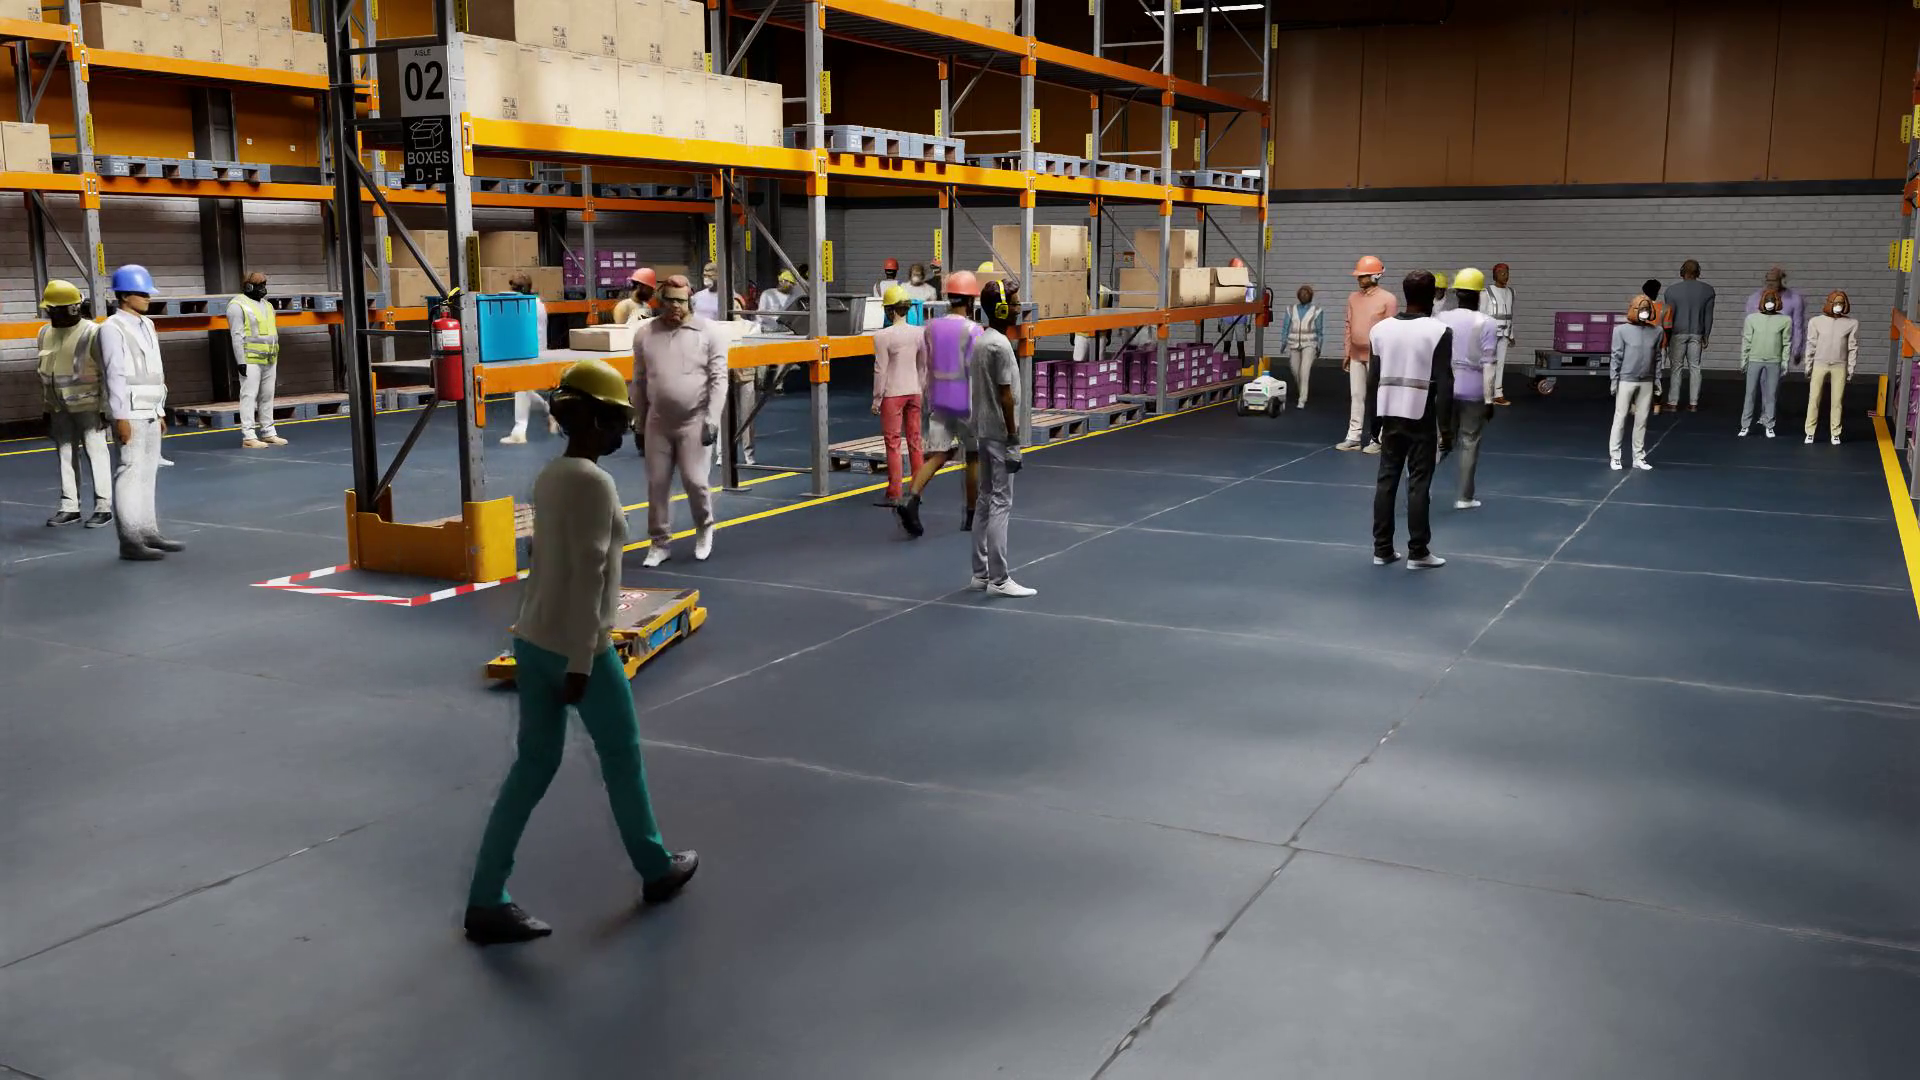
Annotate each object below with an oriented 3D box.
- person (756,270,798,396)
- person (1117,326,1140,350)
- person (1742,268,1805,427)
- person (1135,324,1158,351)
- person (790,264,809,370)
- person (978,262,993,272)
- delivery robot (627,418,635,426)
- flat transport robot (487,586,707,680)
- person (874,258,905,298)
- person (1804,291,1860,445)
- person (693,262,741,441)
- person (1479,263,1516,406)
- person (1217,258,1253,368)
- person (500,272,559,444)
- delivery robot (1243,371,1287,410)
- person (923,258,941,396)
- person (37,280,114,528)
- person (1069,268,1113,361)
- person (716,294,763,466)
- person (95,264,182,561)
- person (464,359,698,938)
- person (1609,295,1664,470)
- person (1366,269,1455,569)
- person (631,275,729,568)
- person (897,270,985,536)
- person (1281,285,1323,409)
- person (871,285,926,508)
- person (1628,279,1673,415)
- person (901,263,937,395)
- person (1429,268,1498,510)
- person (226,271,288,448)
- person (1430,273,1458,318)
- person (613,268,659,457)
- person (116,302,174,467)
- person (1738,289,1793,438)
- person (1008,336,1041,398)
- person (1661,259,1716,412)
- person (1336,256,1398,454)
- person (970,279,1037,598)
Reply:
[{"bbox_3d":[-2.579,-2.929,23.620,0.663,1.777,0.422,-4,11,-24],"label":"person"},{"bbox_3d":[2.649,-3.259,25.737,0.361,1.685,0.580,-8,13,-39],"label":"person"},{"bbox_3d":[9.584,-2.275,19.628,0.640,1.854,1.006,10,14,44],"label":"person"},{"bbox_3d":[2.916,-3.348,25.328,0.639,2.013,0.585,5,11,26],"label":"person"},{"bbox_3d":[-2.707,-3.891,29.018,0.539,1.818,0.938,5,11,28],"label":"person"},{"bbox_3d":[0.298,-2.355,19.870,0.403,1.919,0.587,6,11,30],"label":"person"},{"bbox_3d":[-3.933,-1.515,18.670,0.707,0.478,0.477,4,11,23],"label":"delivery robot"},{"bbox_3d":[-1.792,0.448,8.400,0.652,0.197,1.431,1,10,7],"label":"flat transport robot"},{"bbox_3d":[-1.056,-3.369,25.679,0.544,1.939,0.354,2,10,11],"label":"person"},{"bbox_3d":[9.208,-1.817,17.597,0.496,1.629,0.277,4,11,22],"label":"person"},{"bbox_3d":[-2.635,-1.999,17.763,0.652,1.934,0.435,8,12,37],"label":"person"},{"bbox_3d":[7.132,-2.719,22.077,0.574,1.883,0.356,-5,11,-26],"label":"person"},{"bbox_3d":[4.305,-3.440,26.097,0.551,1.932,0.378,4,10,21],"label":"person"},{"bbox_3d":[-4.624,-1.955,17.841,0.775,1.823,0.634,-9,14,-44],"label":"person"},{"bbox_3d":[3.785,-1.853,20.628,0.477,0.478,0.707,6,11,30],"label":"delivery robot"},{"bbox_3d":[-0.286,-3.016,23.472,0.624,1.990,0.396,7,12,36],"label":"person"},{"bbox_3d":[-6.525,-0.995,12.265,0.592,1.823,0.404,2,10,12],"label":"person"},{"bbox_3d":[1.802,-2.844,22.962,0.621,1.835,0.430,-1,10,-4],"label":"person"},{"bbox_3d":[-2.137,-1.523,15.862,0.523,1.636,0.310,-2,10,-9],"label":"person"},{"bbox_3d":[-5.446,-0.843,11.028,0.409,1.943,0.614,-1,10,-3],"label":"person"},{"bbox_3d":[-1.158,0.318,5.000,0.774,1.697,0.550,-8,13,-40],"label":"person"},{"bbox_3d":[6.310,-1.463,15.523,0.507,1.632,0.273,-1,10,-6],"label":"person"},{"bbox_3d":[2.883,-0.771,10.696,0.371,1.916,0.597,-9,13,-42],"label":"person"},{"bbox_3d":[-1.809,-0.751,10.672,0.658,1.883,0.453,1,10,7],"label":"person"},{"bbox_3d":[-0.082,-0.968,11.883,0.553,1.907,0.873,7,12,35],"label":"person"},{"bbox_3d":[4.532,-2.556,21.918,0.515,1.610,0.746,5,11,29],"label":"person"},{"bbox_3d":[-0.490,-1.140,13.268,0.525,1.769,0.308,-9,13,-42],"label":"person"},{"bbox_3d":[8.616,-2.405,20.805,0.531,1.692,0.320,4,10,20],"label":"person"},{"bbox_3d":[-0.608,-2.931,23.347,0.647,1.875,1.032,1,10,4],"label":"person"},{"bbox_3d":[3.879,-1.161,12.986,0.658,1.909,0.592,-9,13,-41],"label":"person"},{"bbox_3d":[-7.312,-1.871,17.327,0.428,1.837,0.623,3,10,16],"label":"person"},{"bbox_3d":[6.305,-2.677,22.208,0.632,1.756,0.946,1,10,8],"label":"person"},{"bbox_3d":[-3.298,-1.760,16.552,0.860,1.885,0.574,5,11,25],"label":"person"},{"bbox_3d":[-7.752,-1.550,15.707,0.487,1.746,0.290,2,10,13],"label":"person"},{"bbox_3d":[8.849,-1.940,18.278,0.498,1.634,0.278,5,11,26],"label":"person"},{"bbox_3d":[0.851,-3.003,23.253,0.608,2.044,0.371,0,10,0],"label":"person"},{"bbox_3d":[9.252,-2.595,21.196,0.631,1.940,0.372,0,10,1],"label":"person"},{"bbox_3d":[4.130,-1.871,16.858,0.392,1.989,0.610,-7,12,-37],"label":"person"},{"bbox_3d":[0.236,-0.594,9.808,0.328,1.872,0.512,-4,11,-21],"label":"person"}]
